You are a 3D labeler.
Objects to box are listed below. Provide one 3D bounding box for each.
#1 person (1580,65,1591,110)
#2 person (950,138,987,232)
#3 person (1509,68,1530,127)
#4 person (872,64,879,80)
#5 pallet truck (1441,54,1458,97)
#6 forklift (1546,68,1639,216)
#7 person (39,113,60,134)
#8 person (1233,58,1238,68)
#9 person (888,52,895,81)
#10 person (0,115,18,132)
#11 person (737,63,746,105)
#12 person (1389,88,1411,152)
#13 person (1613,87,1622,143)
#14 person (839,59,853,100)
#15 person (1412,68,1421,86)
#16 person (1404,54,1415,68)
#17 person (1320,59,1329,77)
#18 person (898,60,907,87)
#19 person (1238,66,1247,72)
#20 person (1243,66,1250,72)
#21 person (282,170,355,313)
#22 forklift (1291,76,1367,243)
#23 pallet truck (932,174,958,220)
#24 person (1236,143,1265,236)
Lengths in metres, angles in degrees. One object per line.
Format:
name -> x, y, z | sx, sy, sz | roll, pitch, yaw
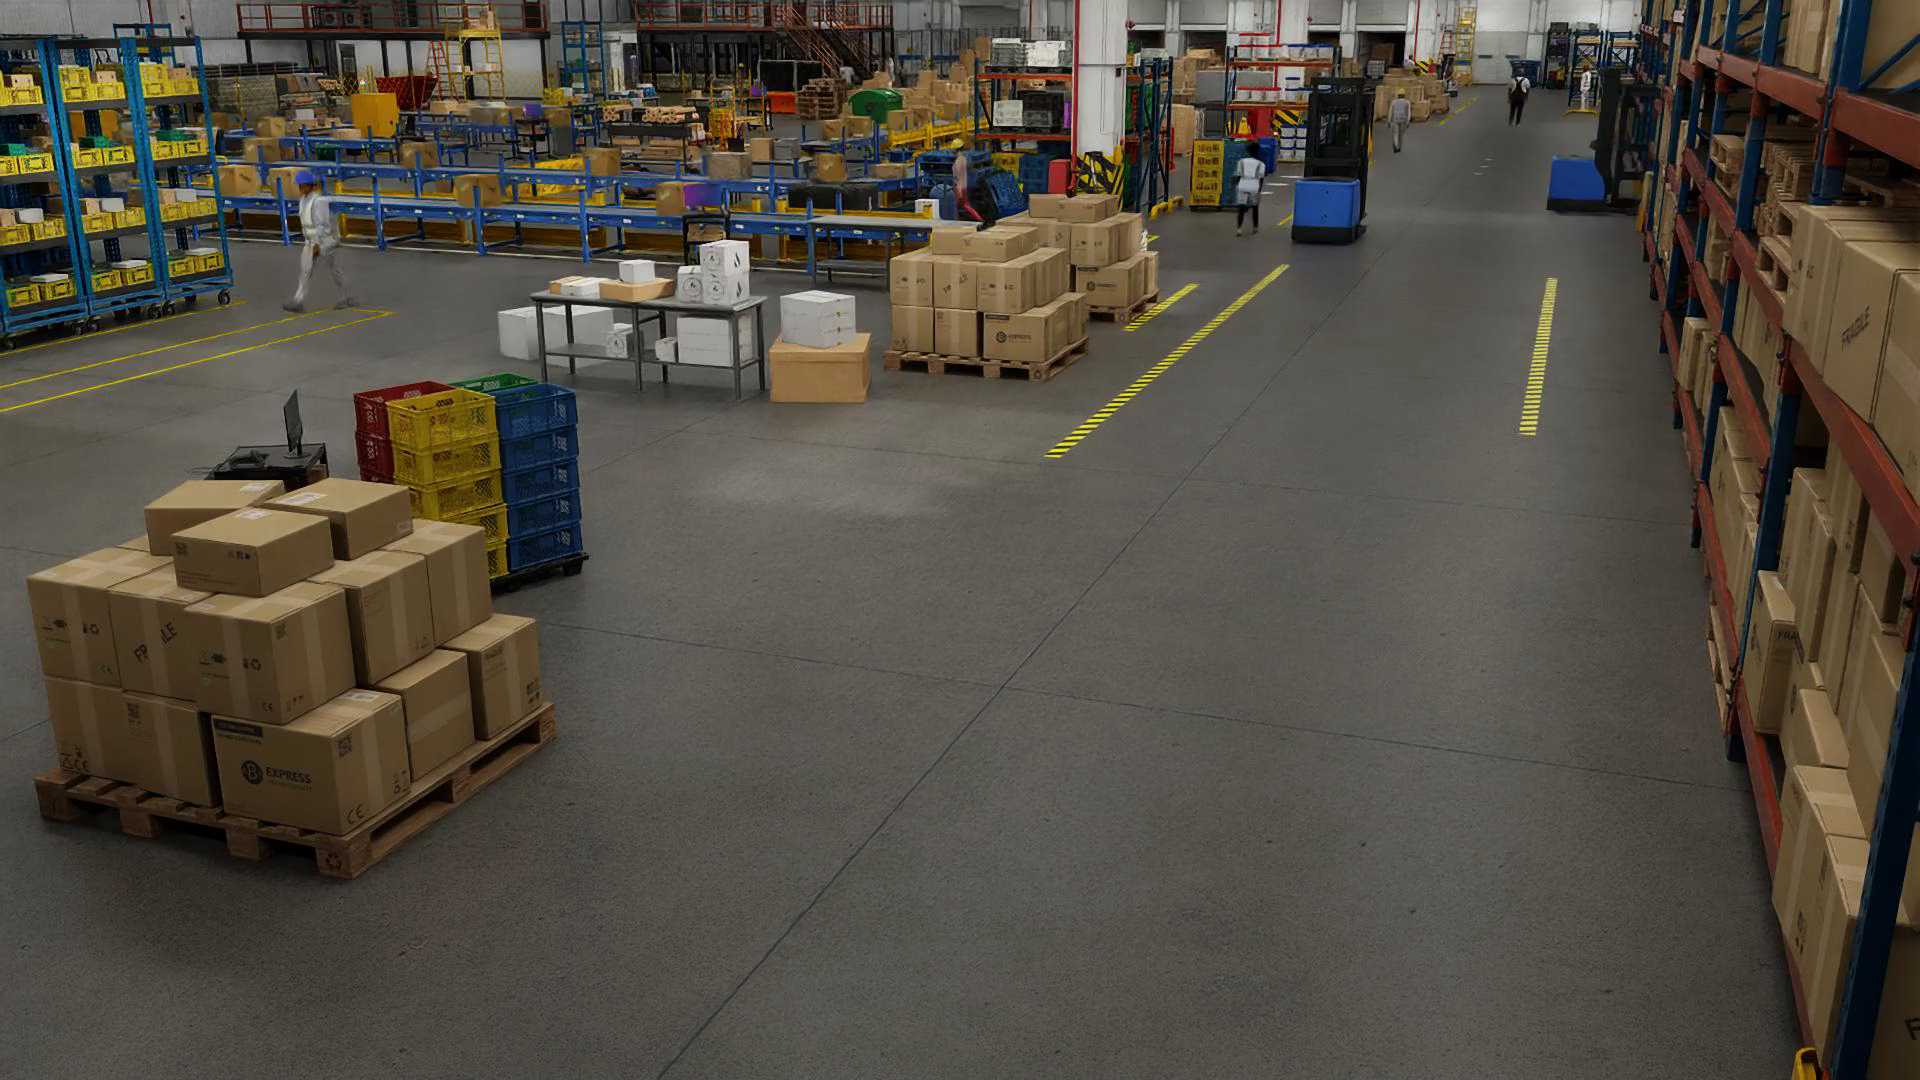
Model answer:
person -> 24.848, -17.928, 66.128 | 0.573, 1.876, 0.355 | -16, 24, -41
person -> 0.057, -6.368, 30.017 | 0.789, 1.740, 0.520 | 5, 18, 16
person -> 19.697, -15.616, 58.585 | 0.693, 2.000, 0.830 | 8, 19, 23
person -> -3.420, -18.499, 67.934 | 0.331, 1.865, 0.519 | 3, 18, 9
pallet truck -> 22.765, -21.886, 78.355 | 0.823, 1.965, 1.885 | -4, 18, -14
forklift -> 12.822, -7.946, 33.122 | 1.873, 2.768, 1.129 | 6, 19, 19
person -> -22.443, -10.098, 41.245 | 0.374, 2.044, 0.606 | 5, 18, 16
person -> 13.111, -22.151, 79.531 | 0.656, 1.788, 0.969 | -7, 19, -21
person -> -3.698, -24.610, 87.156 | 0.858, 1.859, 0.586 | -3, 18, -9
person -> -27.807, -12.329, 48.486 | 0.642, 1.903, 0.399 | -4, 18, -12
person -> -9.488, -19.766, 72.071 | 0.326, 1.767, 0.533 | -6, 19, -20
person -> 12.571, -11.995, 47.582 | 0.599, 1.812, 0.710 | 4, 18, 11
person -> 20.151, -13.081, 51.178 | 0.317, 1.695, 0.540 | 5, 18, 17
person -> -4.958, -19.836, 72.072 | 0.628, 1.913, 1.024 | -9, 20, -26
person -> 17.411, -17.111, 63.644 | 0.971, 1.821, 0.541 | -5, 18, -15
person -> 21.521, -22.272, 79.664 | 0.361, 1.939, 0.635 | -10, 20, -28
person -> 18.740, -24.143, 85.729 | 0.631, 1.827, 0.553 | -12, 21, -33
person -> -2.552, -20.477, 74.202 | 0.441, 1.824, 0.509 | -4, 18, -12
person -> 11.434, -18.379, 67.508 | 0.619, 1.886, 0.643 | 8, 19, 25
person -> 12.872, -20.757, 75.284 | 0.504, 1.714, 0.750 | -9, 20, -26
person -> -8.660, -3.997, 22.321 | 0.602, 1.896, 1.018 | 13, 22, 35
forklift -> 6.598, -6.755, 29.381 | 1.129, 2.768, 1.873 | 6, 19, 19
pallet truck -> -0.507, -5.292, 27.348 | 0.653, 1.274, 1.630 | 6, 19, 19
person -> 5.223, -6.325, 30.036 | 0.528, 1.649, 0.898 | 6, 19, 18
